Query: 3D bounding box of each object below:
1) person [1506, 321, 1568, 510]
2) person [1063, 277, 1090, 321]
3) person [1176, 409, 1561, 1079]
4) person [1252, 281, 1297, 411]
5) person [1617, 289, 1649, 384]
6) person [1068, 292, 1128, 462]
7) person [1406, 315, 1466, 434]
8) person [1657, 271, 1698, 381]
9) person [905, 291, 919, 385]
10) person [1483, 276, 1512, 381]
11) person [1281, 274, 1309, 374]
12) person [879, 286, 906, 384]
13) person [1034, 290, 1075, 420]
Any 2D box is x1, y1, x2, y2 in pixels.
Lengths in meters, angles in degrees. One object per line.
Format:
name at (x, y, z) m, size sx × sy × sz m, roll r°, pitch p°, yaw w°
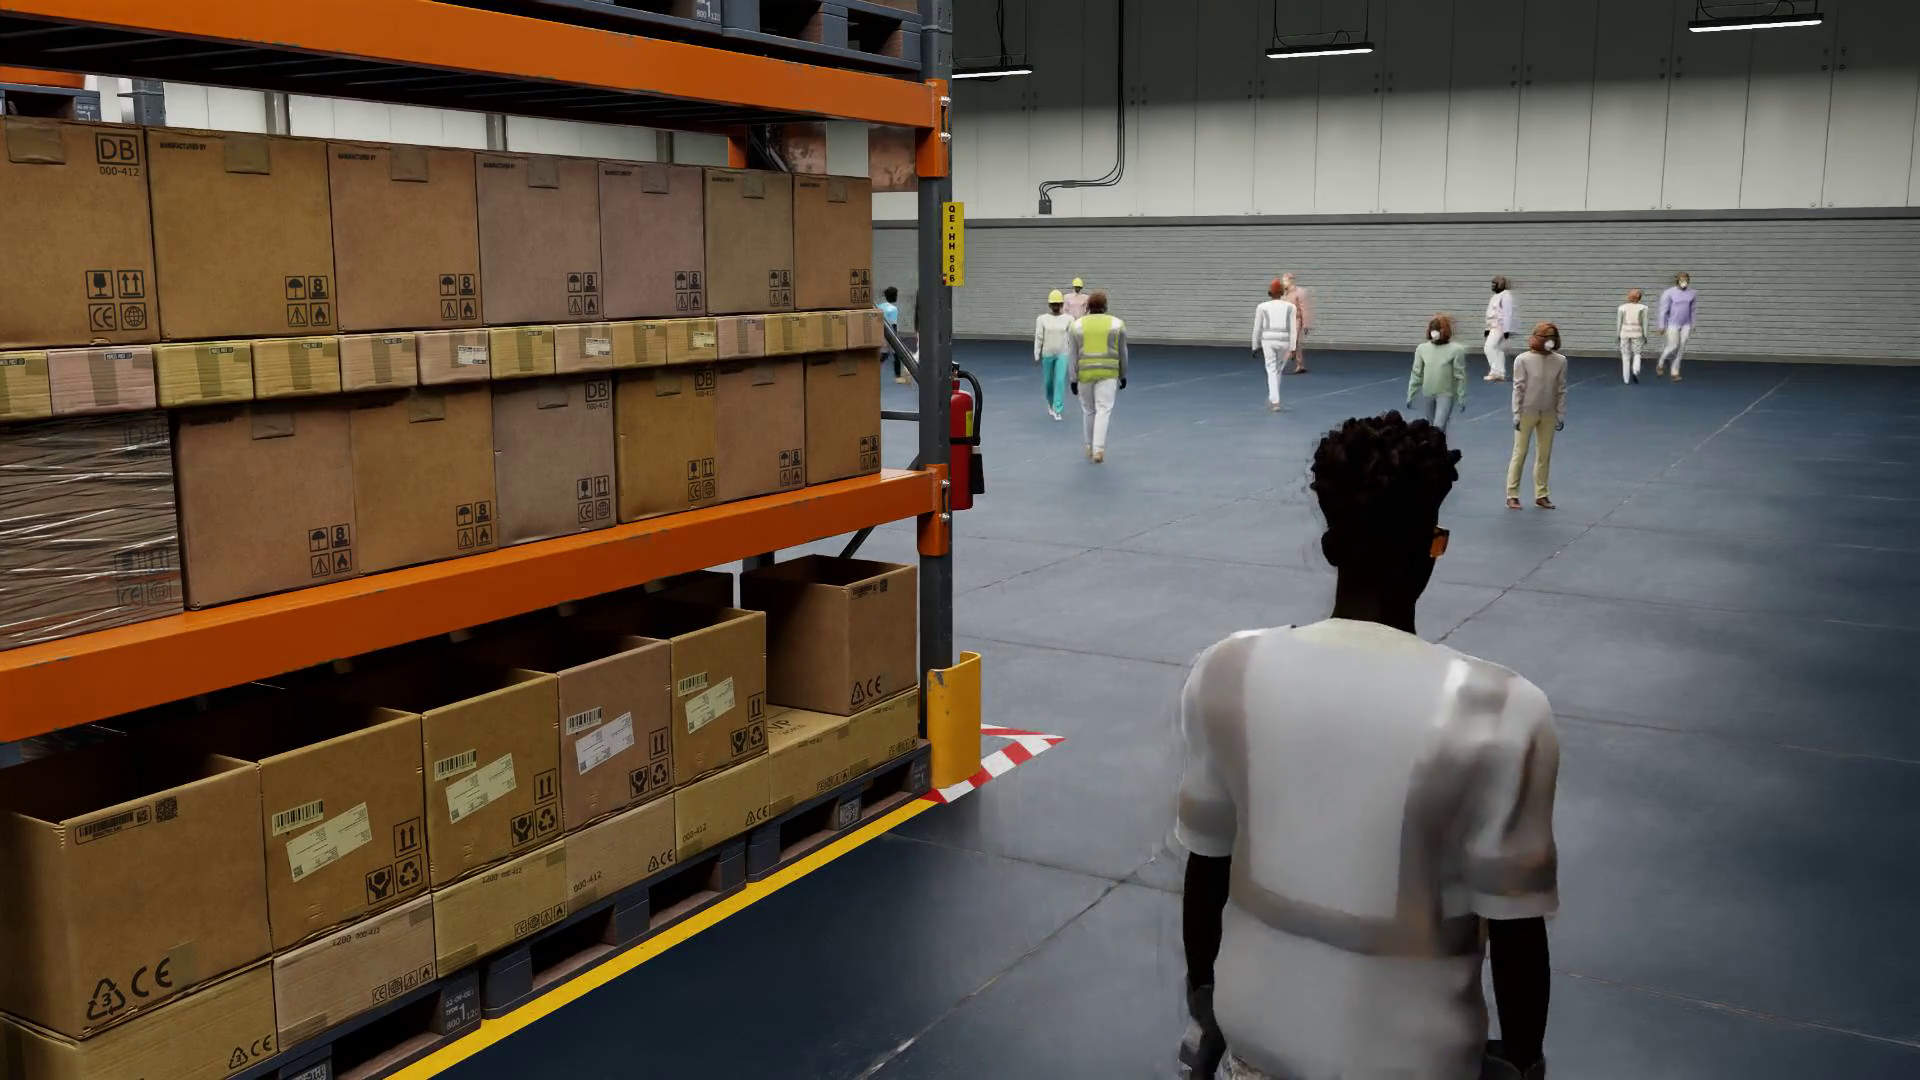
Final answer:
person at (4.965, -1.062, 14.293) m, size 0.500 × 1.625 × 0.303 m, roll -1°, pitch 10°, yaw -9°
person at (2.314, -4.329, 33.028) m, size 0.545 × 1.749 × 0.385 m, roll 1°, pitch 10°, yaw 4°
person at (0.576, 0.776, 2.577) m, size 0.611 × 1.950 × 0.735 m, roll 7°, pitch 12°, yaw 36°
person at (4.448, -2.745, 23.550) m, size 0.589 × 1.830 × 1.006 m, roll 0°, pitch 10°, yaw 1°
person at (11.435, -3.455, 28.292) m, size 0.511 × 1.624 × 0.377 m, roll 5°, pitch 11°, yaw 29°
person at (1.474, -1.743, 17.793) m, size 0.621 × 1.799 × 0.976 m, roll 2°, pitch 10°, yaw 12°
person at (4.555, -1.357, 16.052) m, size 0.528 × 1.595 × 0.801 m, roll 9°, pitch 13°, yaw 43°
person at (12.600, -3.755, 29.199) m, size 0.628 × 1.919 × 0.510 m, roll -2°, pitch 10°, yaw -9°
person at (-0.554, -3.479, 27.448) m, size 0.647 × 1.959 × 0.809 m, roll 6°, pitch 11°, yaw 30°
person at (9.306, -3.676, 28.993) m, size 0.562 × 1.821 × 0.643 m, roll 1°, pitch 10°, yaw 5°
person at (6.058, -3.964, 30.617) m, size 1.010 × 1.846 × 0.655 m, roll -6°, pitch 11°, yaw -30°
person at (-1.205, -3.455, 28.140) m, size 0.665 × 1.663 × 0.551 m, roll -7°, pitch 12°, yaw -35°
person at (1.278, -2.503, 22.419) m, size 0.542 × 1.742 × 0.762 m, roll 1°, pitch 10°, yaw 5°
